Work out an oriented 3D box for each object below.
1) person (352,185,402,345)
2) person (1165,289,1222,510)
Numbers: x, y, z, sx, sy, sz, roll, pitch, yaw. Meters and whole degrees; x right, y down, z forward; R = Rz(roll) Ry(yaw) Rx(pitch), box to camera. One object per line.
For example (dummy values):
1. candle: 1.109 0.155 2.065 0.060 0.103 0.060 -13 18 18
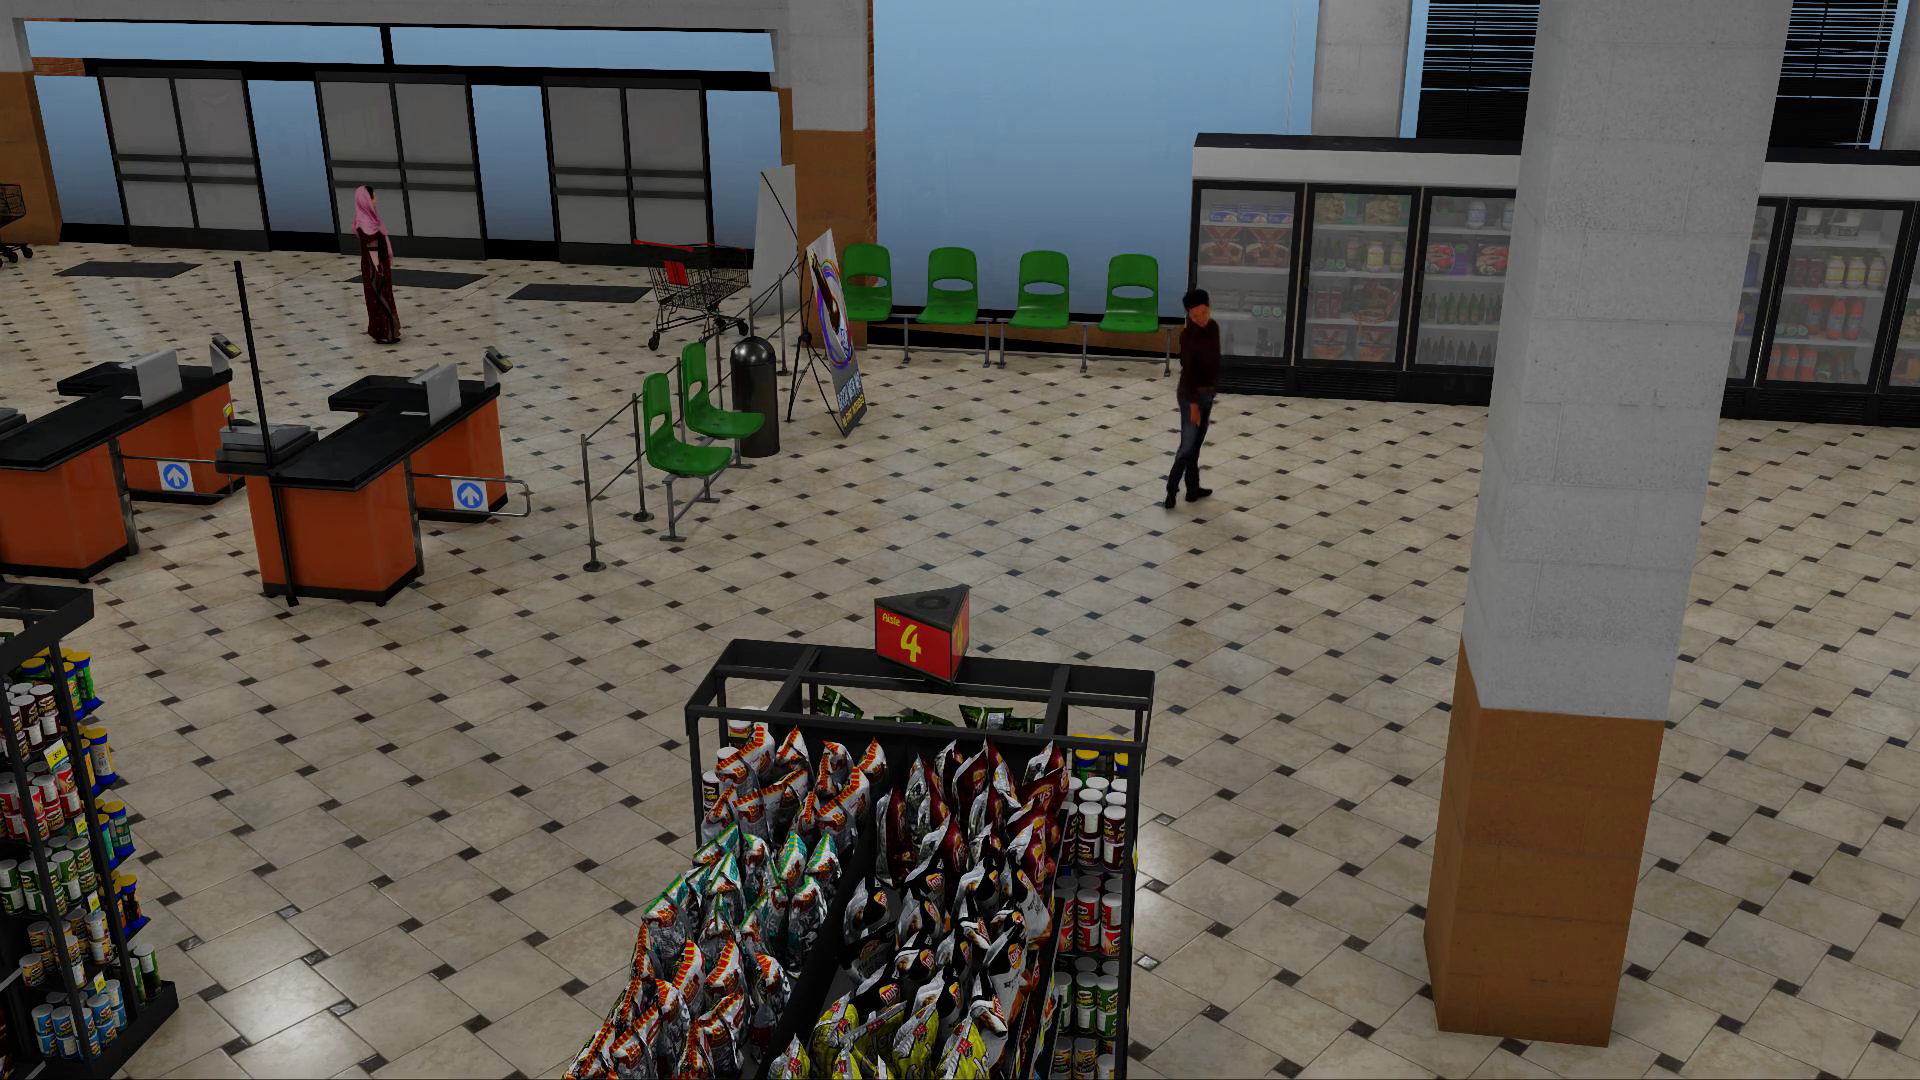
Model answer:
1. person: -6.075 -2.862 17.269 0.817 1.637 0.699 -6 23 -15
2. person: 1.818 -1.110 12.763 0.867 1.745 0.649 6 23 15
